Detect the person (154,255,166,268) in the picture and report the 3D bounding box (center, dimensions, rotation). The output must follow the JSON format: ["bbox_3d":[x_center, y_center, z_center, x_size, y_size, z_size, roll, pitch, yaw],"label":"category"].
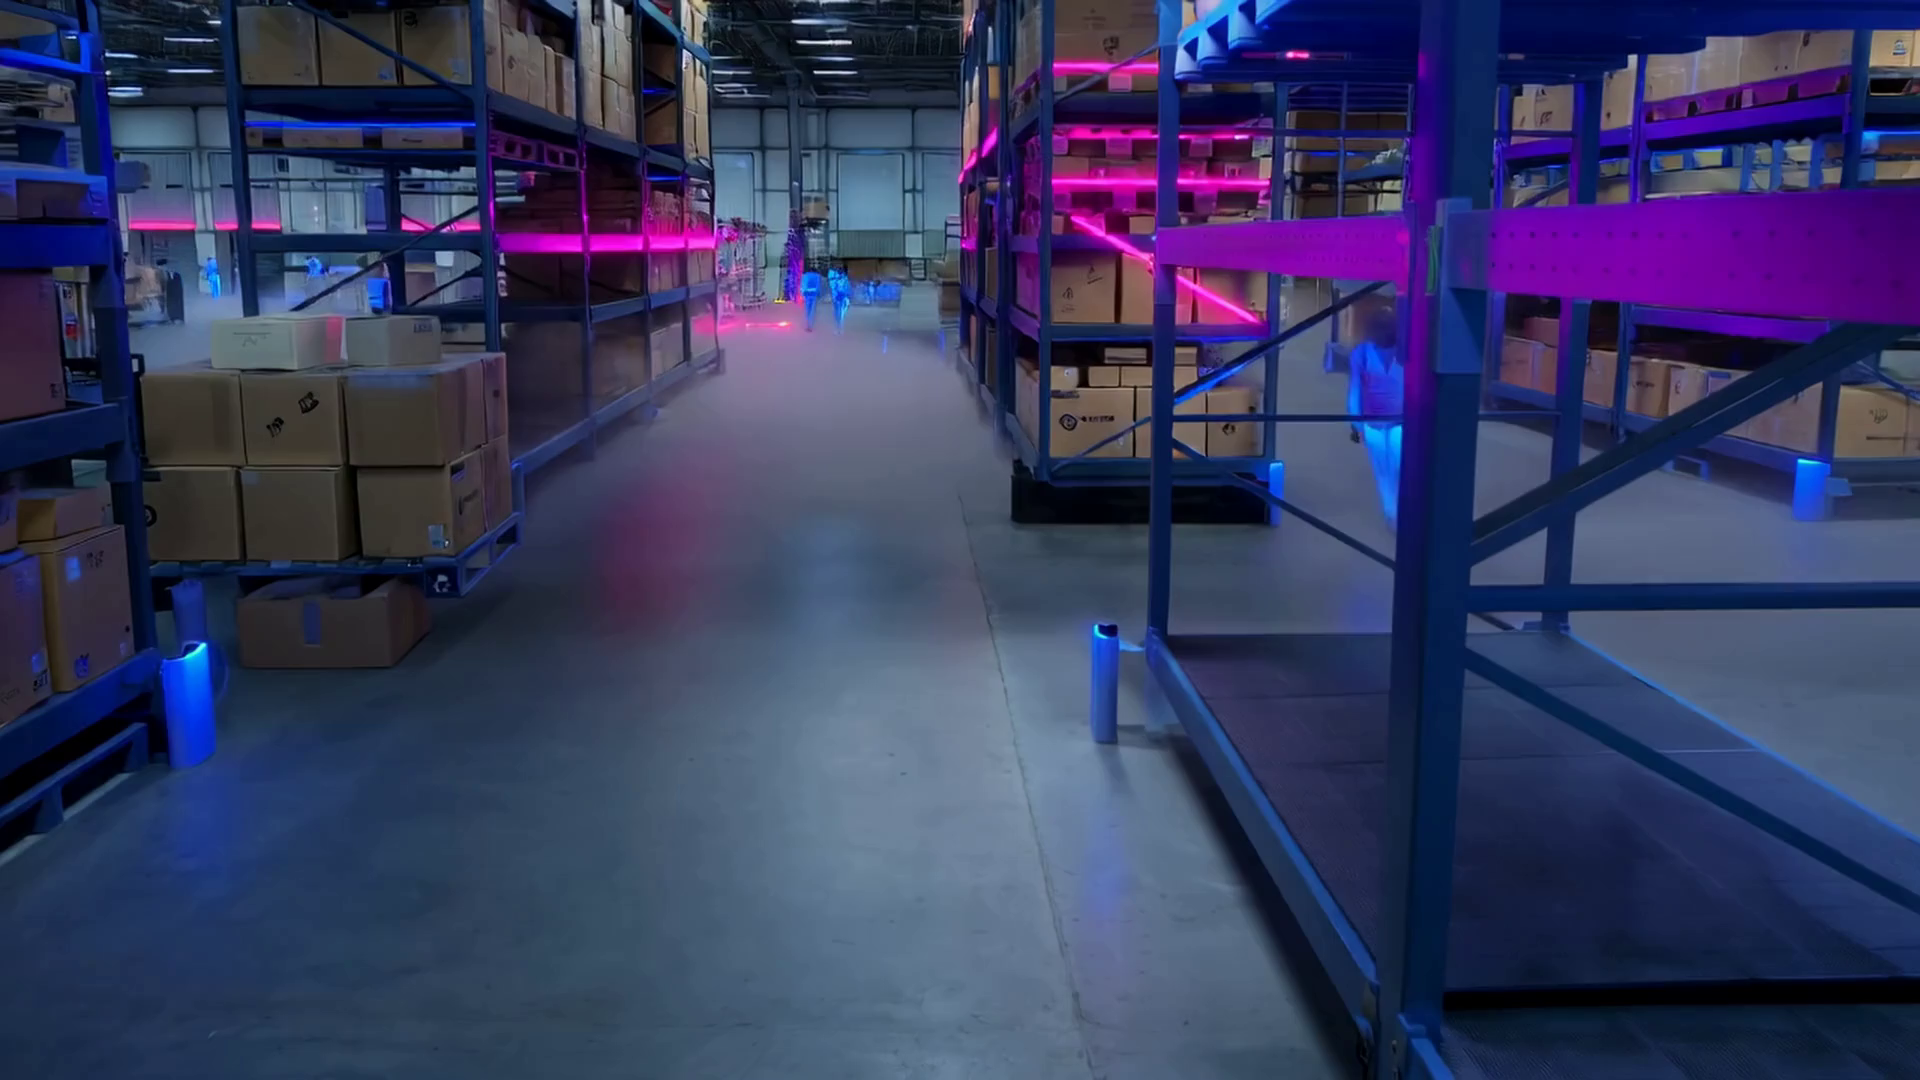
[{"bbox_3d":[-26.985,-8.691,56.242,0.755,1.910,0.557,-8,13,-39],"label":"person"}]

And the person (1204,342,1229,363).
[{"bbox_3d":[4.927,-4.346,31.951,0.734,1.947,0.399,1,10,8],"label":"person"}]

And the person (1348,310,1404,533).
[{"bbox_3d":[3.413,-0.926,13.301,0.655,1.800,0.693,5,11,25],"label":"person"}]

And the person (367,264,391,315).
[{"bbox_3d":[-11.995,-4.772,34.385,0.587,1.920,0.390,6,12,31],"label":"person"}]

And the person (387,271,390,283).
[{"bbox_3d":[-18.759,-8.391,55.195,0.321,1.694,0.535,8,13,38],"label":"person"}]

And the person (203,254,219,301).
[{"bbox_3d":[-29.591,-10.358,65.723,0.429,1.844,0.627,8,13,38],"label":"person"}]

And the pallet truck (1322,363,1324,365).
[{"bbox_3d":[7.712,-4.157,30.737,1.885,1.965,0.823,3,11,16],"label":"pallet truck"}]

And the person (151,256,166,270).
[{"bbox_3d":[-25.424,-8.059,52.821,1.039,1.887,0.642,1,10,6],"label":"person"}]

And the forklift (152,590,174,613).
[{"bbox_3d":[-5.858,-0.811,9.639,1.873,2.768,1.129,-1,10,-3],"label":"forklift"}]

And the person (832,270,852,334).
[{"bbox_3d":[-3.027,-6.041,42.289,0.541,1.608,0.708,2,10,10],"label":"person"}]

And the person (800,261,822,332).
[{"bbox_3d":[-3.864,-6.285,42.984,0.644,1.854,0.423,3,11,15],"label":"person"}]

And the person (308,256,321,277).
[{"bbox_3d":[-25.089,-10.167,64.811,0.980,1.797,0.652,3,11,18],"label":"person"}]
